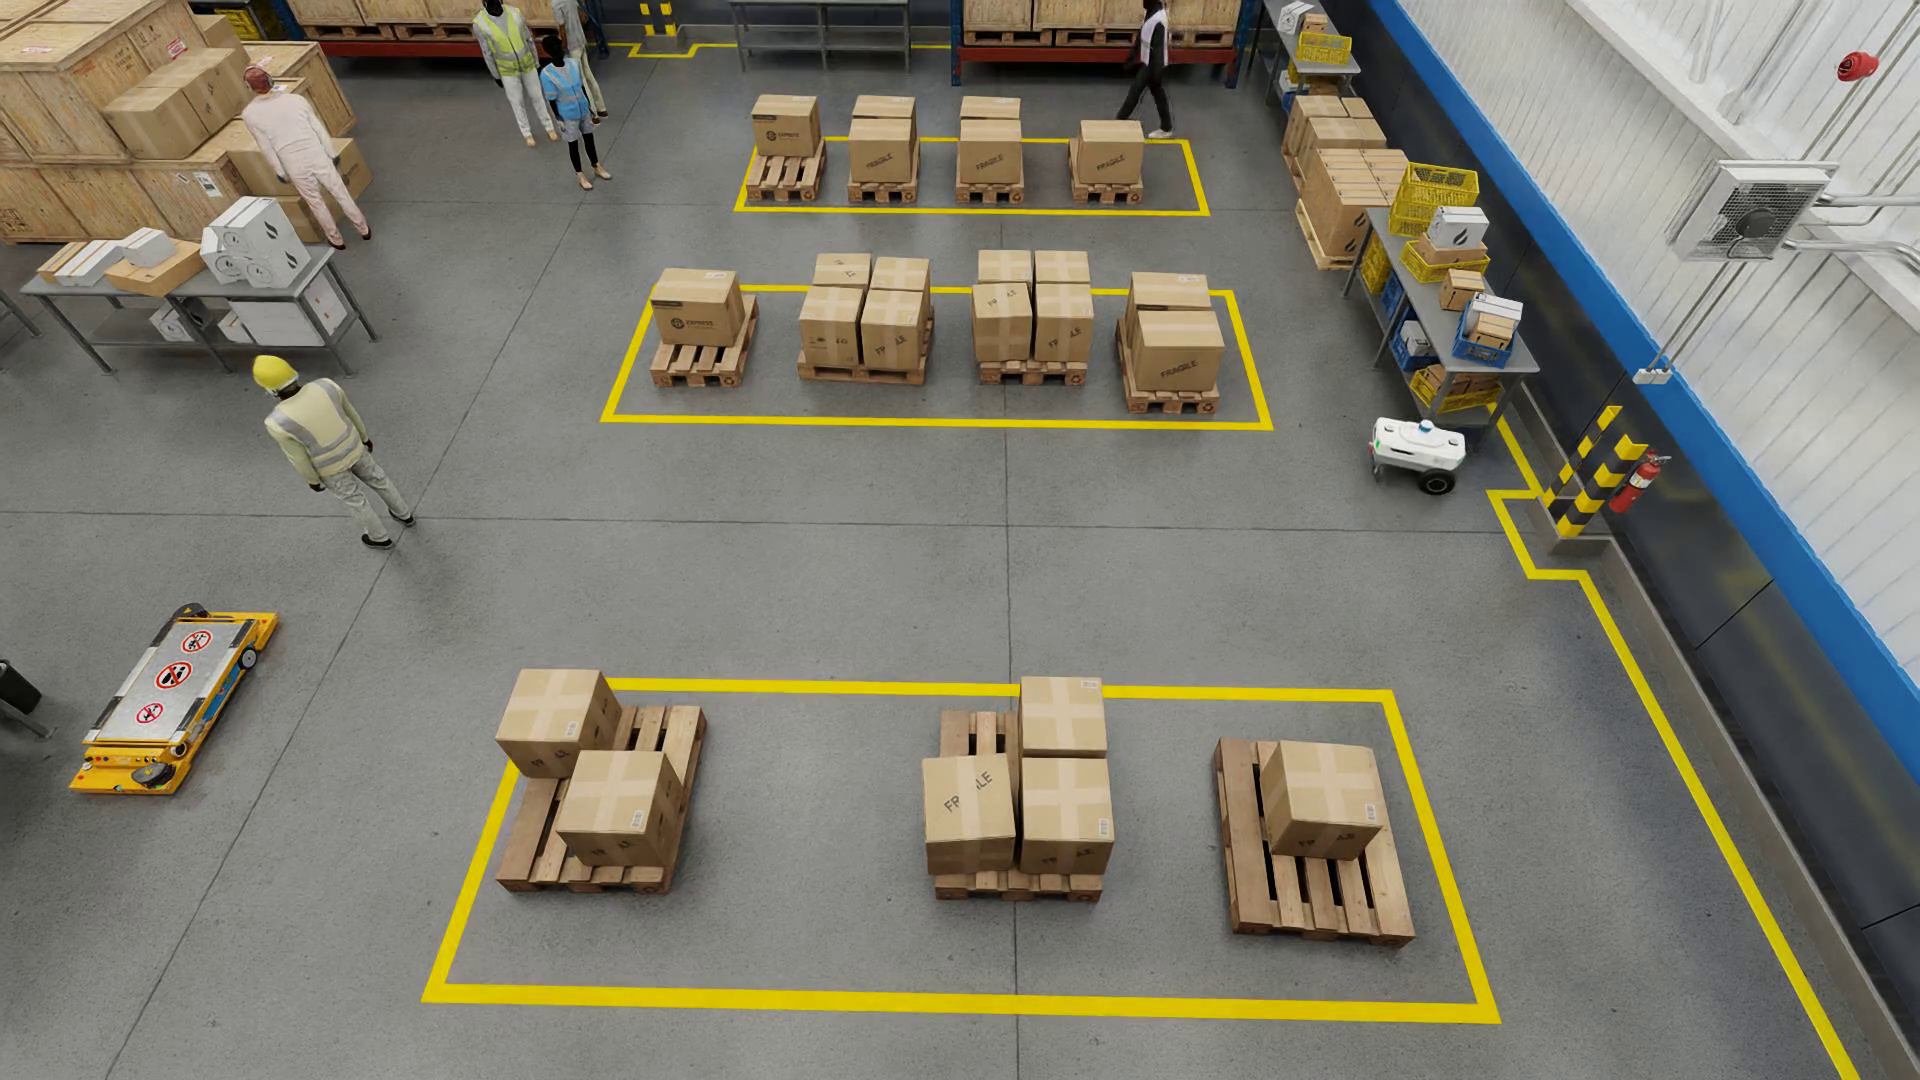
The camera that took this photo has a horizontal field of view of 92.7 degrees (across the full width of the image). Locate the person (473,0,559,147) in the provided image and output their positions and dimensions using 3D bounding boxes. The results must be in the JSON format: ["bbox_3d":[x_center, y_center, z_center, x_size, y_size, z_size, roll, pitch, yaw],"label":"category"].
[{"bbox_3d":[-5.439,-5.778,11.226,0.619,1.836,0.431,-30,56,-23],"label":"person"}]

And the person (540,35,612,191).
[{"bbox_3d":[-4.462,-4.937,10.598,0.317,1.695,0.540,28,55,21],"label":"person"}]

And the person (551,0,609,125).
[{"bbox_3d":[-4.899,-6.245,11.605,0.344,1.858,0.513,5,50,5],"label":"person"}]

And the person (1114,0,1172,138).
[{"bbox_3d":[2.289,-5.873,11.288,1.060,1.865,0.591,2,50,2],"label":"person"}]

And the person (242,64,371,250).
[{"bbox_3d":[-6.929,-4.014,9.681,0.638,1.911,0.402,-33,57,-25],"label":"person"}]

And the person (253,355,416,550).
[{"bbox_3d":[-4.694,-0.646,6.877,0.404,1.837,0.588,17,52,14],"label":"person"}]

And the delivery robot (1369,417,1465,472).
[{"bbox_3d":[3.879,-0.812,7.792,0.707,0.478,0.477,15,51,12],"label":"delivery robot"}]

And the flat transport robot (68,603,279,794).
[{"bbox_3d":[-5.504,1.072,6.442,0.652,0.197,1.431,1,50,1],"label":"flat transport robot"}]
